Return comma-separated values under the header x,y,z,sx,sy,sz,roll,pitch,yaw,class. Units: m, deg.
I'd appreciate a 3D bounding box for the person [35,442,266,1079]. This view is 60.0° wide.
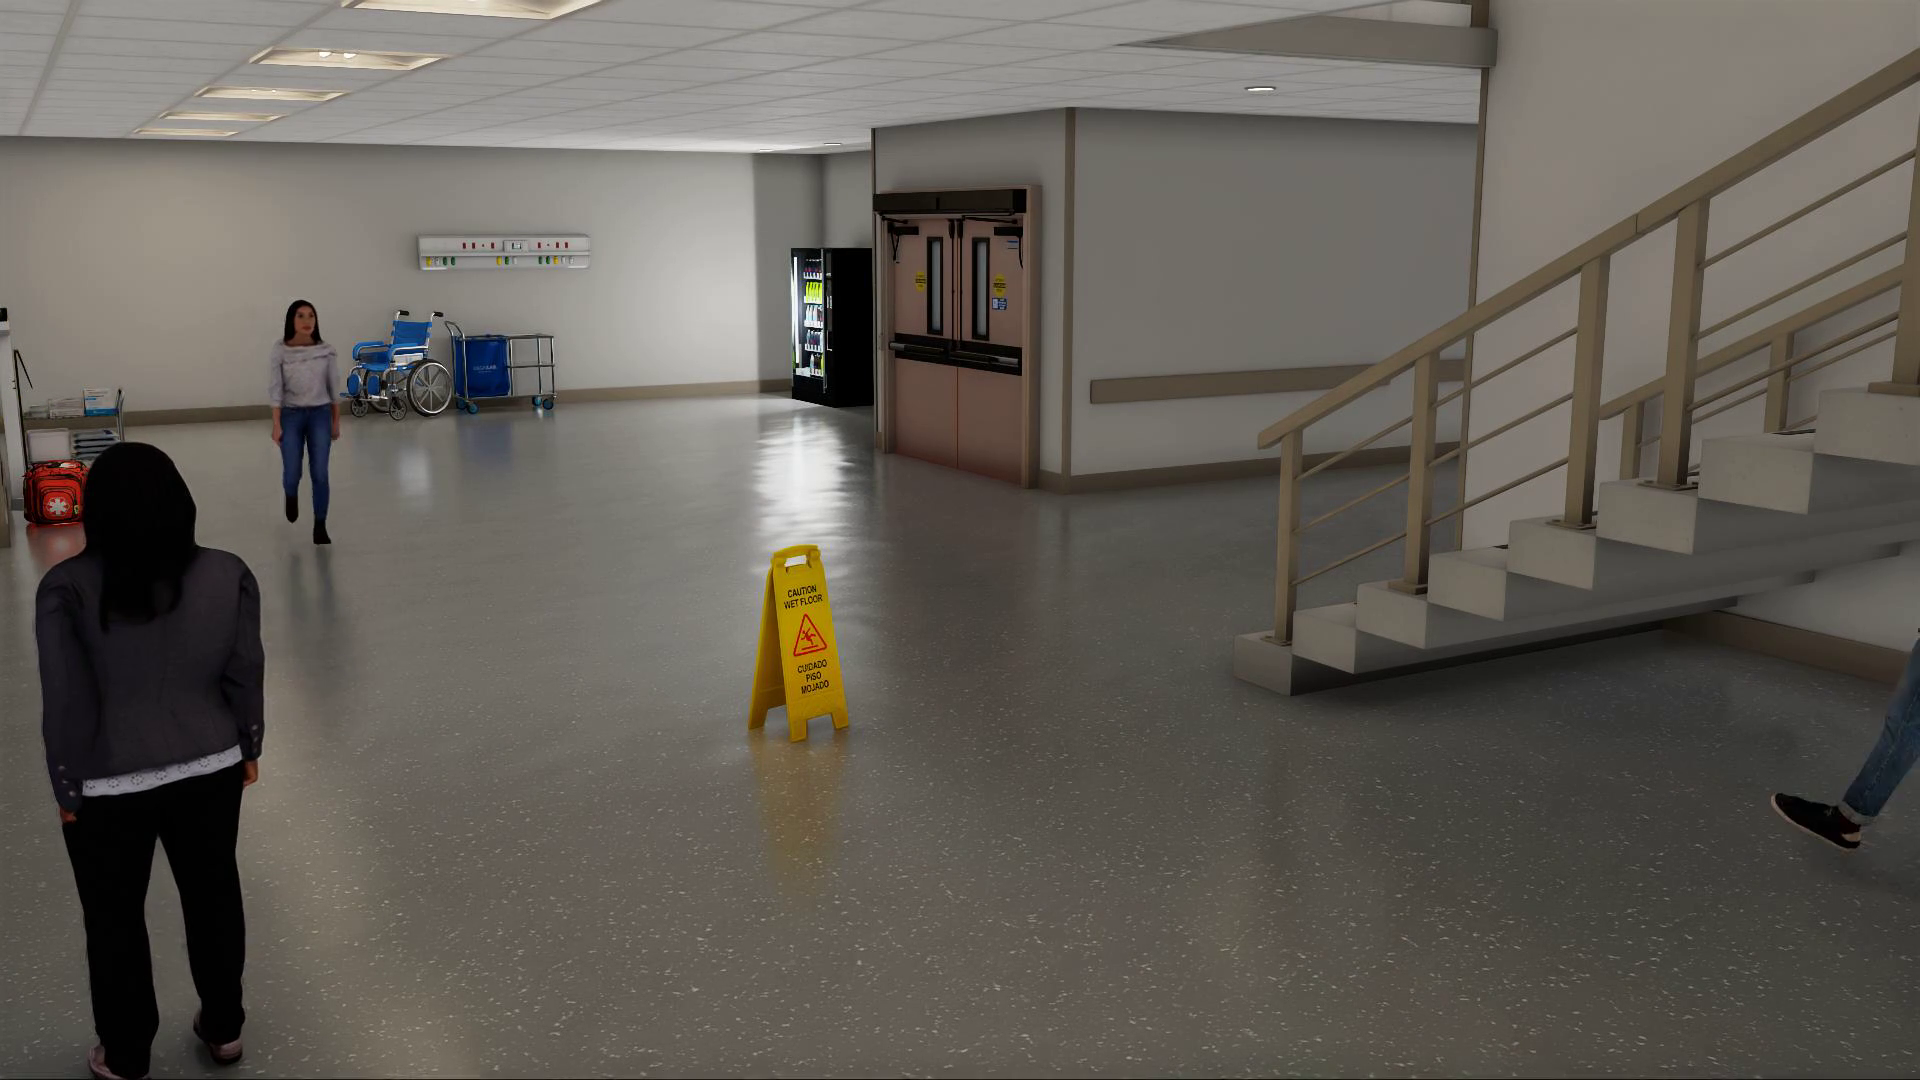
x,y,z,sx,sy,sz,roll,pitch,yaw,class
-1.982,0.556,4.094,0.726,1.595,0.725,-10,14,-41,person

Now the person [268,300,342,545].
x,y,z,sx,sy,sz,roll,pitch,yaw,class
-4.377,-0.778,11.055,0.628,1.619,0.822,-7,13,-33,person
